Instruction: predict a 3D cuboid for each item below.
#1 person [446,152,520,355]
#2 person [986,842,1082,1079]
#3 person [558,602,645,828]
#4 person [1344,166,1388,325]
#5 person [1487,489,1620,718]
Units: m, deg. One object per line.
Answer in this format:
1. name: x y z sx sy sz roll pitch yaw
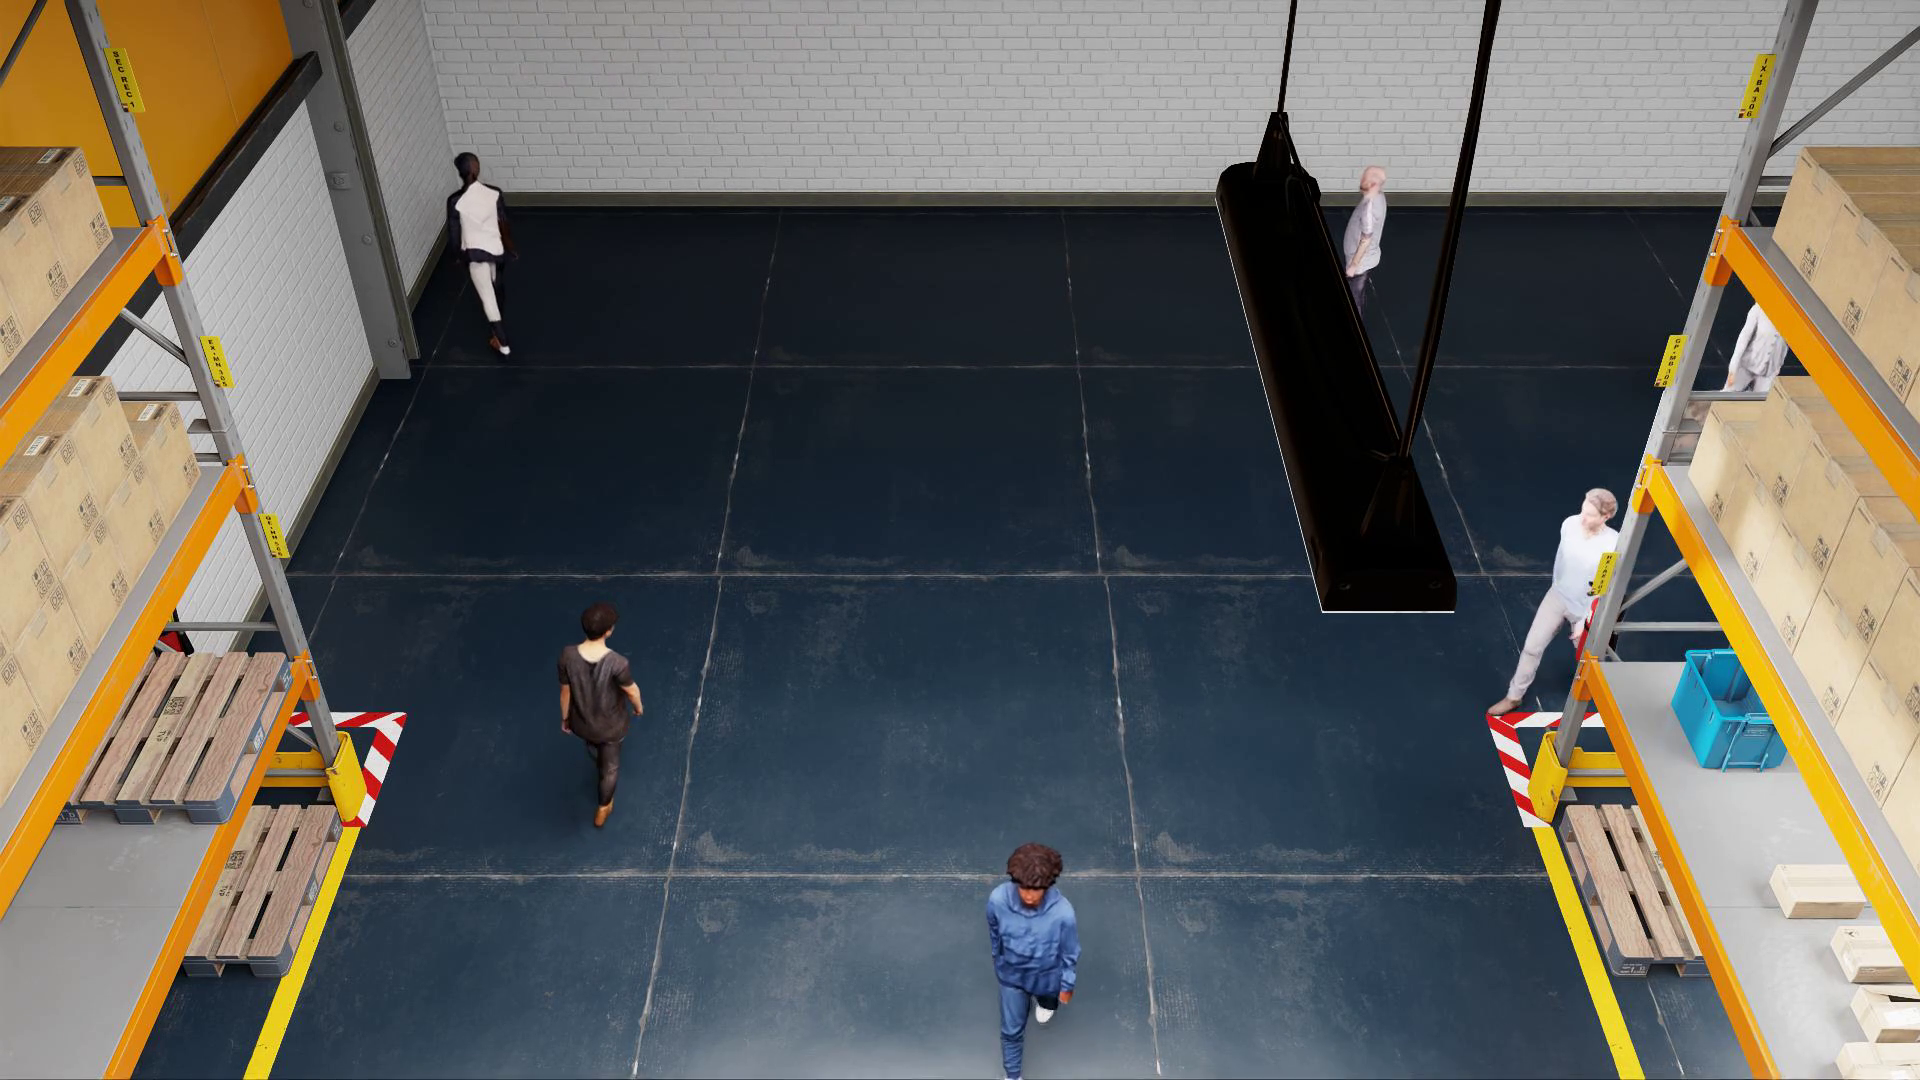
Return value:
1. person: -4.277 -2.549 15.030 1.072 1.856 1.220 -21 43 -25
2. person: 0.417 2.261 9.068 0.867 1.779 1.212 8 39 10
3. person: -2.316 1.161 10.521 0.754 1.684 0.962 5 39 6
4. person: 3.632 -2.532 15.027 0.795 1.833 0.651 12 40 15
5. person: 4.252 0.421 11.315 1.176 1.850 1.241 -24 44 -27
